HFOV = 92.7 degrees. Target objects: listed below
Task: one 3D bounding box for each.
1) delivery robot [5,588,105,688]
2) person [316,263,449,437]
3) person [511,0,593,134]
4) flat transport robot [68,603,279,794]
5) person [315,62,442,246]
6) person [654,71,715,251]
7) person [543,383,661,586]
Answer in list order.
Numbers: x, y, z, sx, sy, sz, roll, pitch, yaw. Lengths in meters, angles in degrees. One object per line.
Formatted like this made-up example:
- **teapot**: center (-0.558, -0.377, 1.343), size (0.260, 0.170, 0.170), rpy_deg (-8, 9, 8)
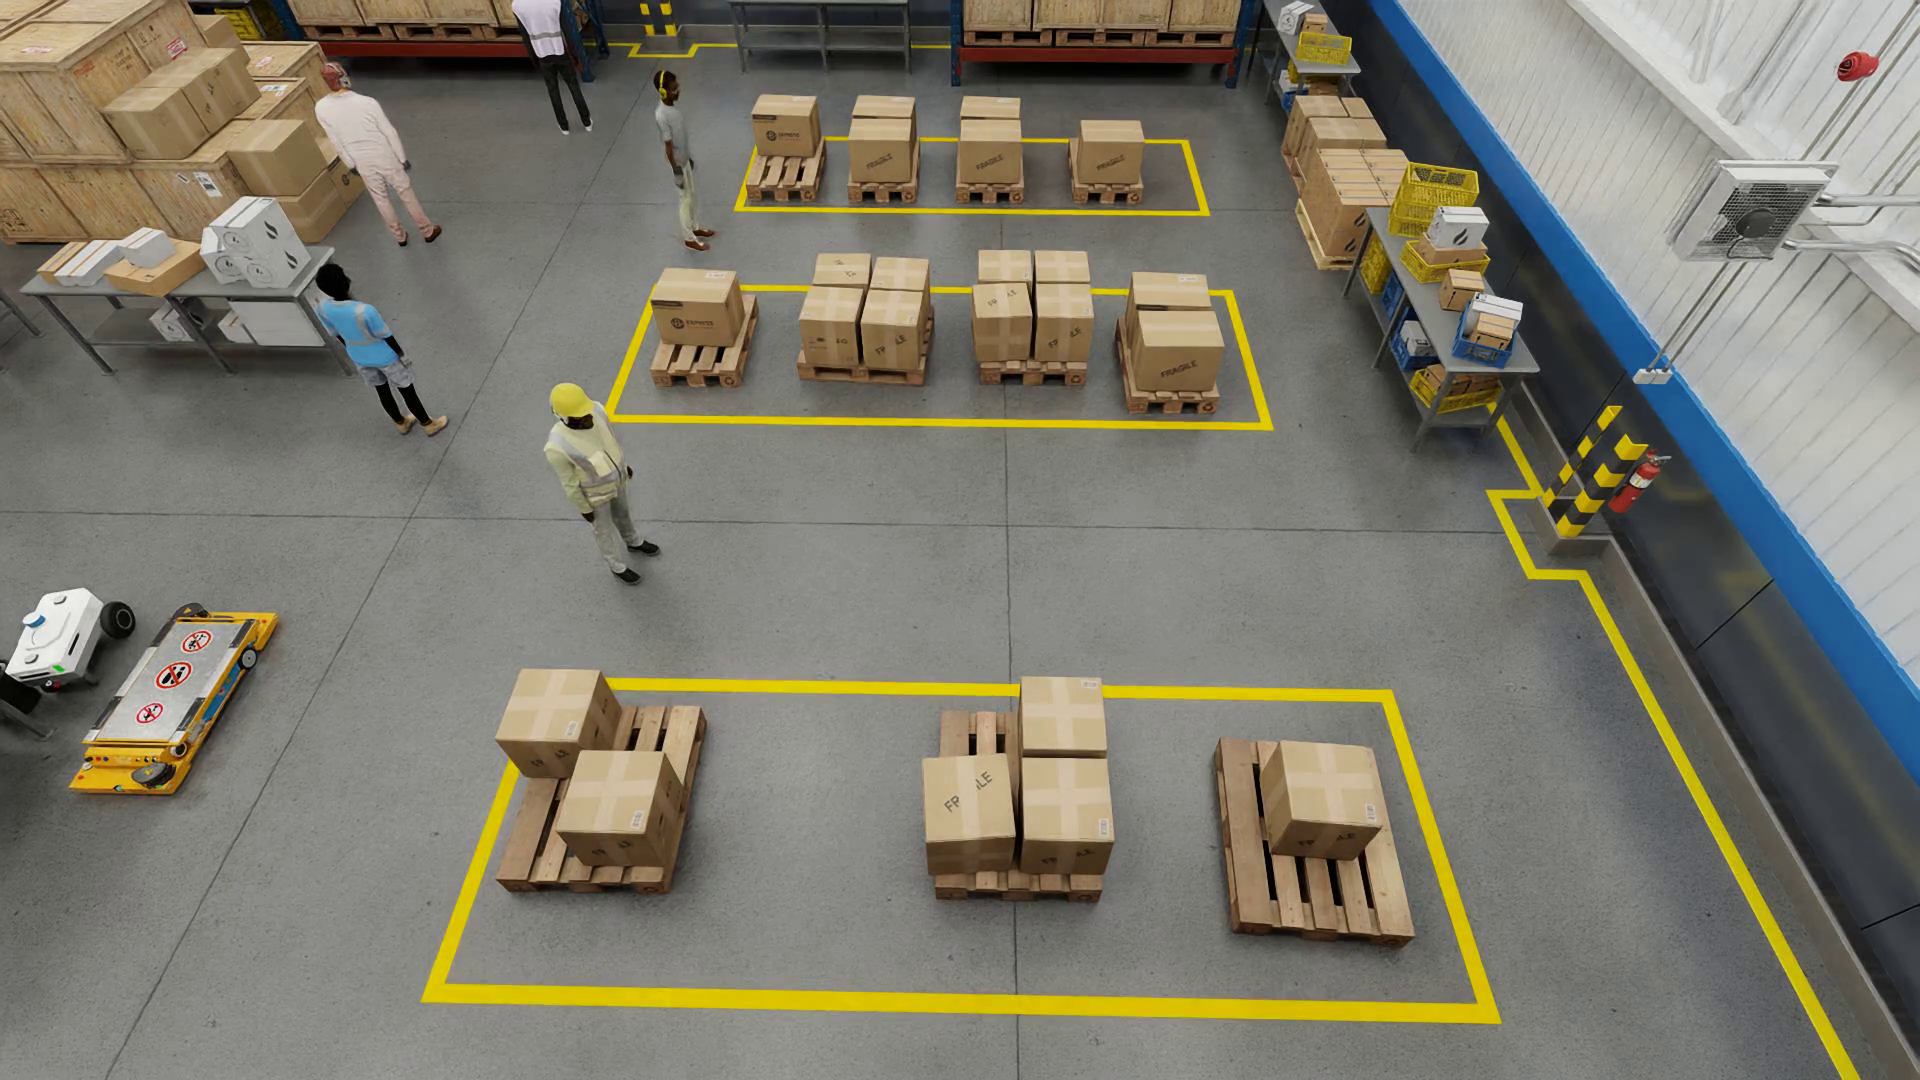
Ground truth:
- **delivery robot**: center (-6.423, 0.694, 6.518), size (0.477, 0.478, 0.707), rpy_deg (-10, 51, -9)
- **person**: center (-4.921, -1.563, 7.743), size (0.535, 1.697, 0.318), rpy_deg (6, 50, 5)
- **person**: center (-5.078, -6.067, 11.422), size (0.584, 1.909, 0.391), rpy_deg (-14, 51, -11)
- **flat transport robot**: center (-5.504, 1.072, 6.442), size (0.652, 0.197, 1.431), rpy_deg (1, 50, 1)
- **person**: center (-6.190, -4.048, 9.714), size (0.642, 1.905, 0.401), rpy_deg (-8, 50, -6)
- **person**: center (-2.941, -3.992, 9.690), size (0.309, 1.864, 0.535), rpy_deg (0, 50, 0)
- **person**: center (-2.605, -0.419, 6.686), size (0.404, 1.835, 0.590), rpy_deg (15, 51, 12)
